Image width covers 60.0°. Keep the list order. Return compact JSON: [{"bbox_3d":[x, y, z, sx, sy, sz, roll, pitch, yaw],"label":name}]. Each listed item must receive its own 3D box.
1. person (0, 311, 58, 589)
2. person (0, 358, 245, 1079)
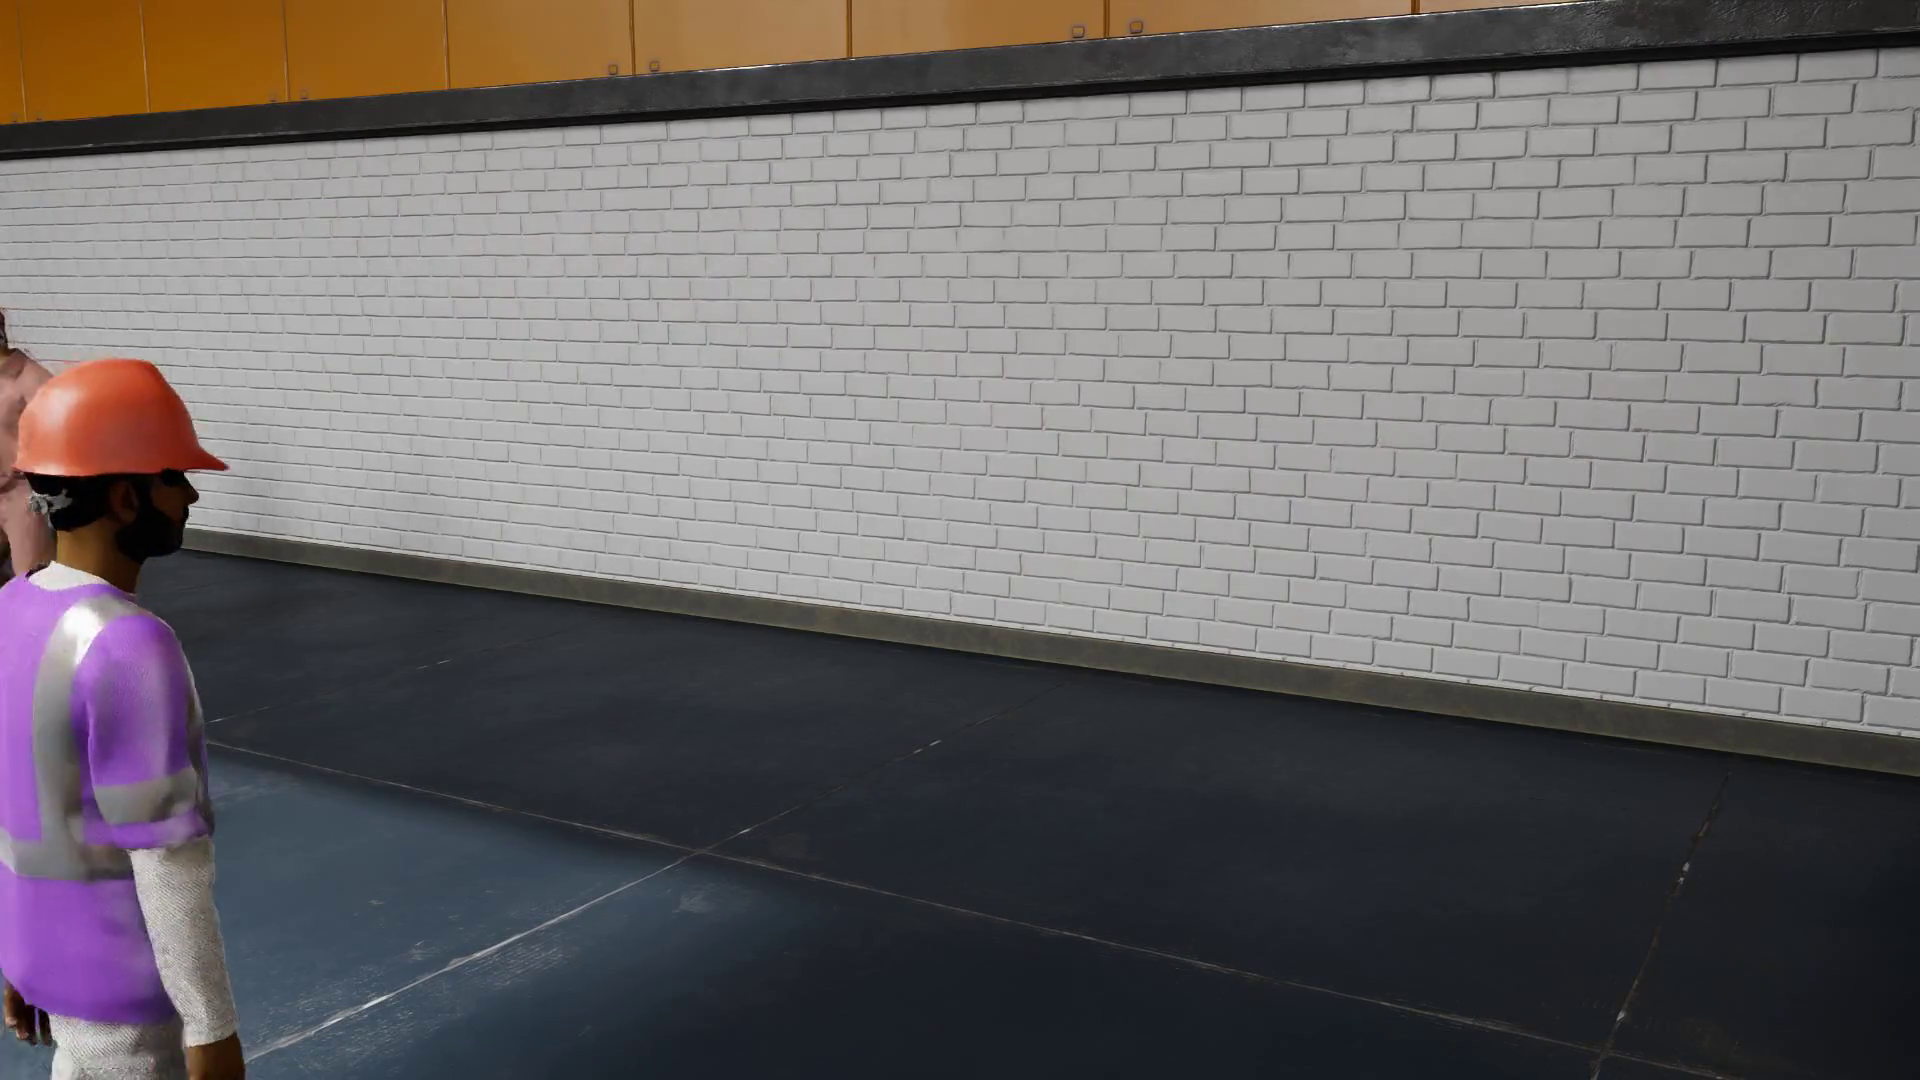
[{"bbox_3d":[-4.613,-0.209,8.089,0.673,1.888,0.448,2,9,15],"label":"person"},{"bbox_3d":[-1.406,0.667,2.629,0.944,1.905,0.556,-9,13,-44],"label":"person"}]
